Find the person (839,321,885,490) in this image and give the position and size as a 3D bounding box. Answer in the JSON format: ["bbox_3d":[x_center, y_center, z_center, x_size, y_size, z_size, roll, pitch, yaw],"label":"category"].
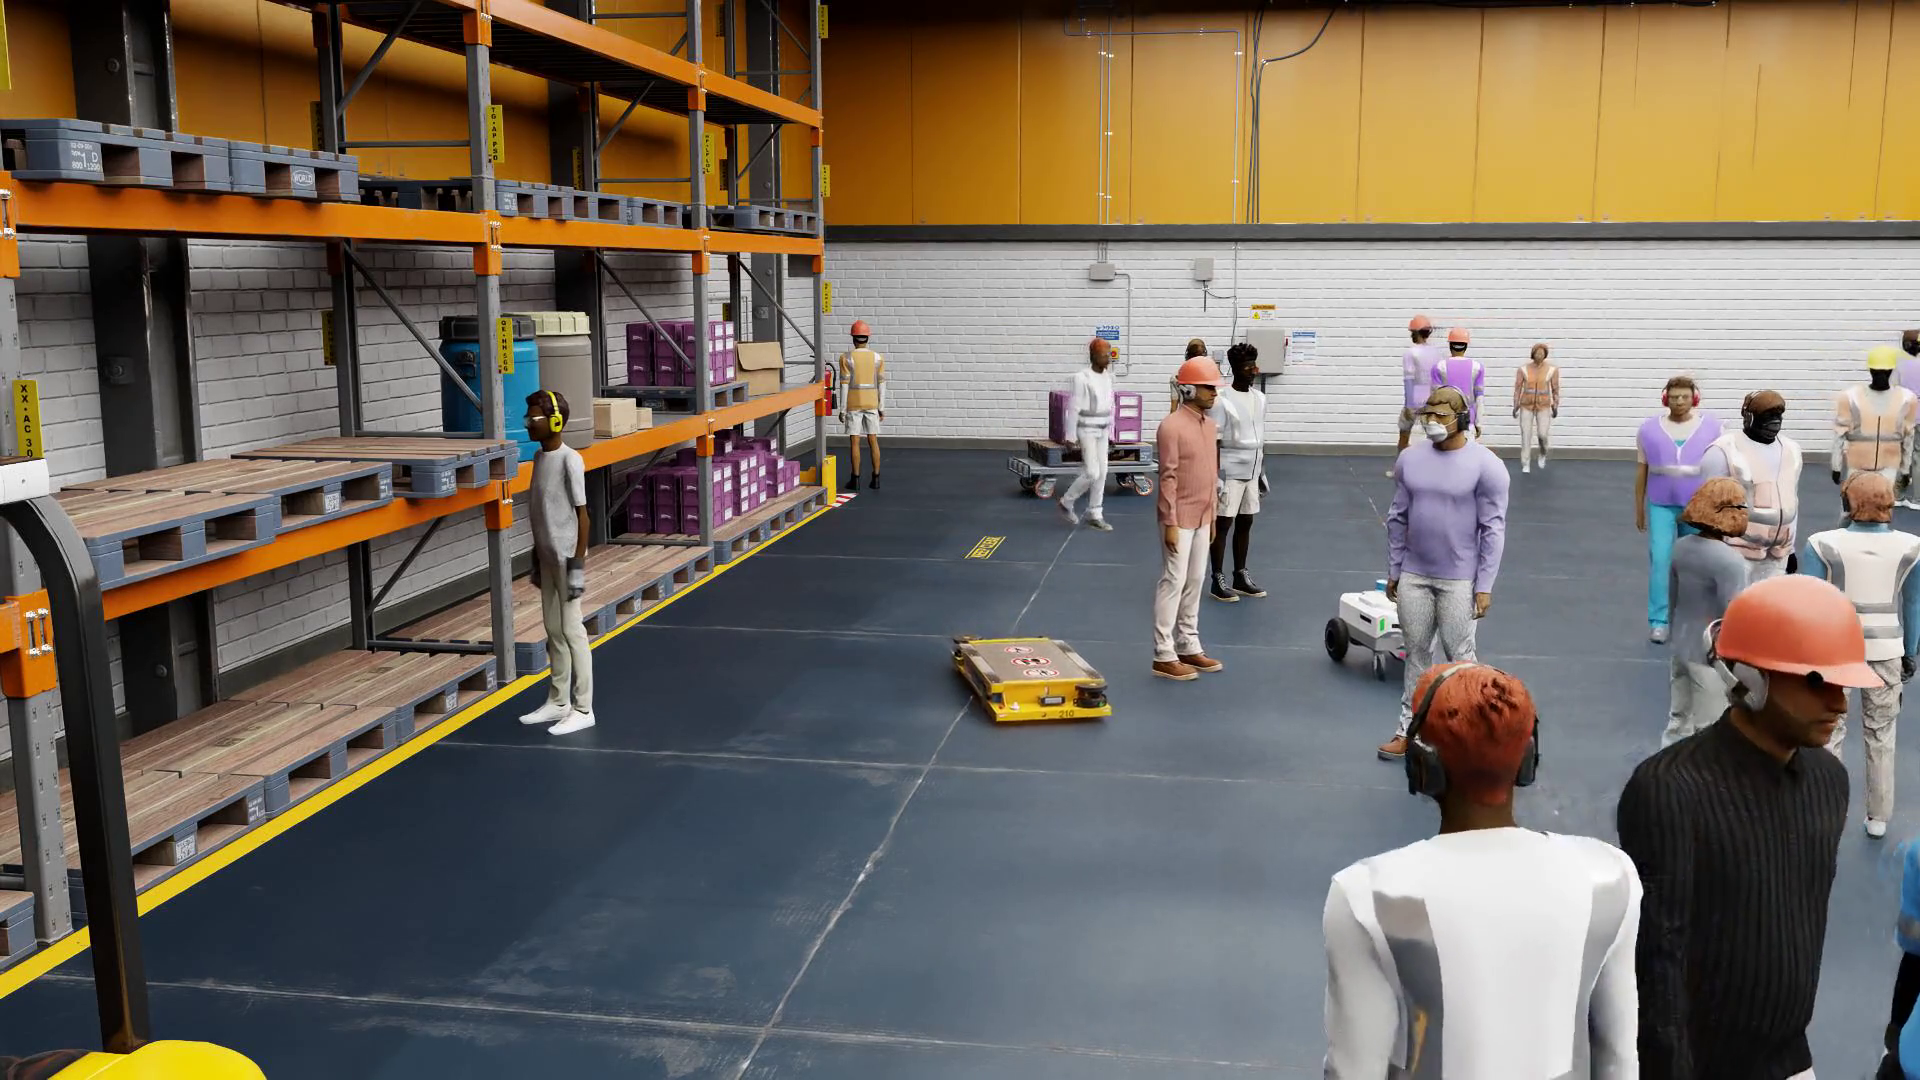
[{"bbox_3d":[-1.136,-1.540,19.064,0.550,1.935,0.376,-4,10,-21],"label":"person"}]

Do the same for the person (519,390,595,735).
[{"bbox_3d":[-2.193,0.120,9.034,0.336,1.873,0.521,-8,12,-39],"label":"person"}]

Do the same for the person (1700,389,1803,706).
[{"bbox_3d":[4.535,0.054,9.527,0.634,1.841,0.429,-2,9,-14],"label":"person"}]

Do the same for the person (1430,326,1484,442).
[{"bbox_3d":[5.134,-1.247,17.259,0.551,1.935,0.375,1,9,6],"label":"person"}]

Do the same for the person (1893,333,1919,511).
[{"bbox_3d":[10.073,-1.270,17.433,0.383,1.924,0.594,-2,9,-14],"label":"person"}]

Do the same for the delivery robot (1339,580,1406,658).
[{"bbox_3d":[2.663,0.496,10.471,0.477,0.478,0.707,-1,9,-9],"label":"delivery robot"}]

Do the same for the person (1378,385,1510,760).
[{"bbox_3d":[2.424,0.191,8.385,0.372,1.940,0.631,-9,13,-43],"label":"person"}]

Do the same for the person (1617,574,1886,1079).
[{"bbox_3d":[1.518,1.020,3.309,0.624,1.938,1.045,-4,10,-23],"label":"person"}]

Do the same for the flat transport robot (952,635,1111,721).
[{"bbox_3d":[0.392,0.790,9.817,0.652,0.197,1.431,-2,9,-10],"label":"flat transport robot"}]

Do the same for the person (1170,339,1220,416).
[{"bbox_3d":[2.305,-1.044,16.293,0.506,1.846,0.346,3,10,19],"label":"person"}]

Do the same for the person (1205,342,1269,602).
[{"bbox_3d":[2.125,-0.519,12.676,0.607,1.966,0.367,-8,12,-39],"label":"person"}]

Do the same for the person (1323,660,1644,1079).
[{"bbox_3d":[0.908,1.135,2.837,0.599,1.857,0.867,-1,9,-5],"label":"person"}]

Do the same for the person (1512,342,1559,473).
[{"bbox_3d":[7.126,-1.631,20.588,0.536,1.624,0.362,3,10,20],"label":"person"}]

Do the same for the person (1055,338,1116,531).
[{"bbox_3d":[1.253,-1.014,16.021,0.486,1.869,0.604,8,12,41],"label":"person"}]

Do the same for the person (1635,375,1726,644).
[{"bbox_3d":[4.941,-0.239,11.457,0.573,1.812,0.918,4,10,22],"label":"person"}]

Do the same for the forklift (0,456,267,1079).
[{"bbox_3d":[-2.328,0.975,2.765,2.313,2.155,1.214,1,9,9],"label":"forklift"}]

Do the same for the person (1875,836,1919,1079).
[{"bbox_3d":[2.118,1.141,3.445,0.855,1.645,0.541,-2,9,-10],"label":"person"}]

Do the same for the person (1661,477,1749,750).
[{"bbox_3d":[3.230,0.537,7.193,0.279,1.633,0.501,-1,9,-6],"label":"person"}]

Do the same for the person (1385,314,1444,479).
[{"bbox_3d":[5.472,-1.659,19.645,0.620,2.004,1.048,-4,10,-24],"label":"person"}]

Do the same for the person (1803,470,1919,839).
[{"bbox_3d":[3.954,0.512,7.335,0.523,1.637,0.306,2,9,11],"label":"person"}]

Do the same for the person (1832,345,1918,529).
[{"bbox_3d":[7.505,-0.652,13.688,0.589,1.910,0.643,3,10,20],"label":"person"}]

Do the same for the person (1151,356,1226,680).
[{"bbox_3d":[1.426,-0.137,10.277,0.399,1.990,0.617,7,12,37],"label":"person"}]

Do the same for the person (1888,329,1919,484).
[{"bbox_3d":[11.112,-1.577,19.621,0.653,1.829,0.509,-6,11,-35],"label":"person"}]
